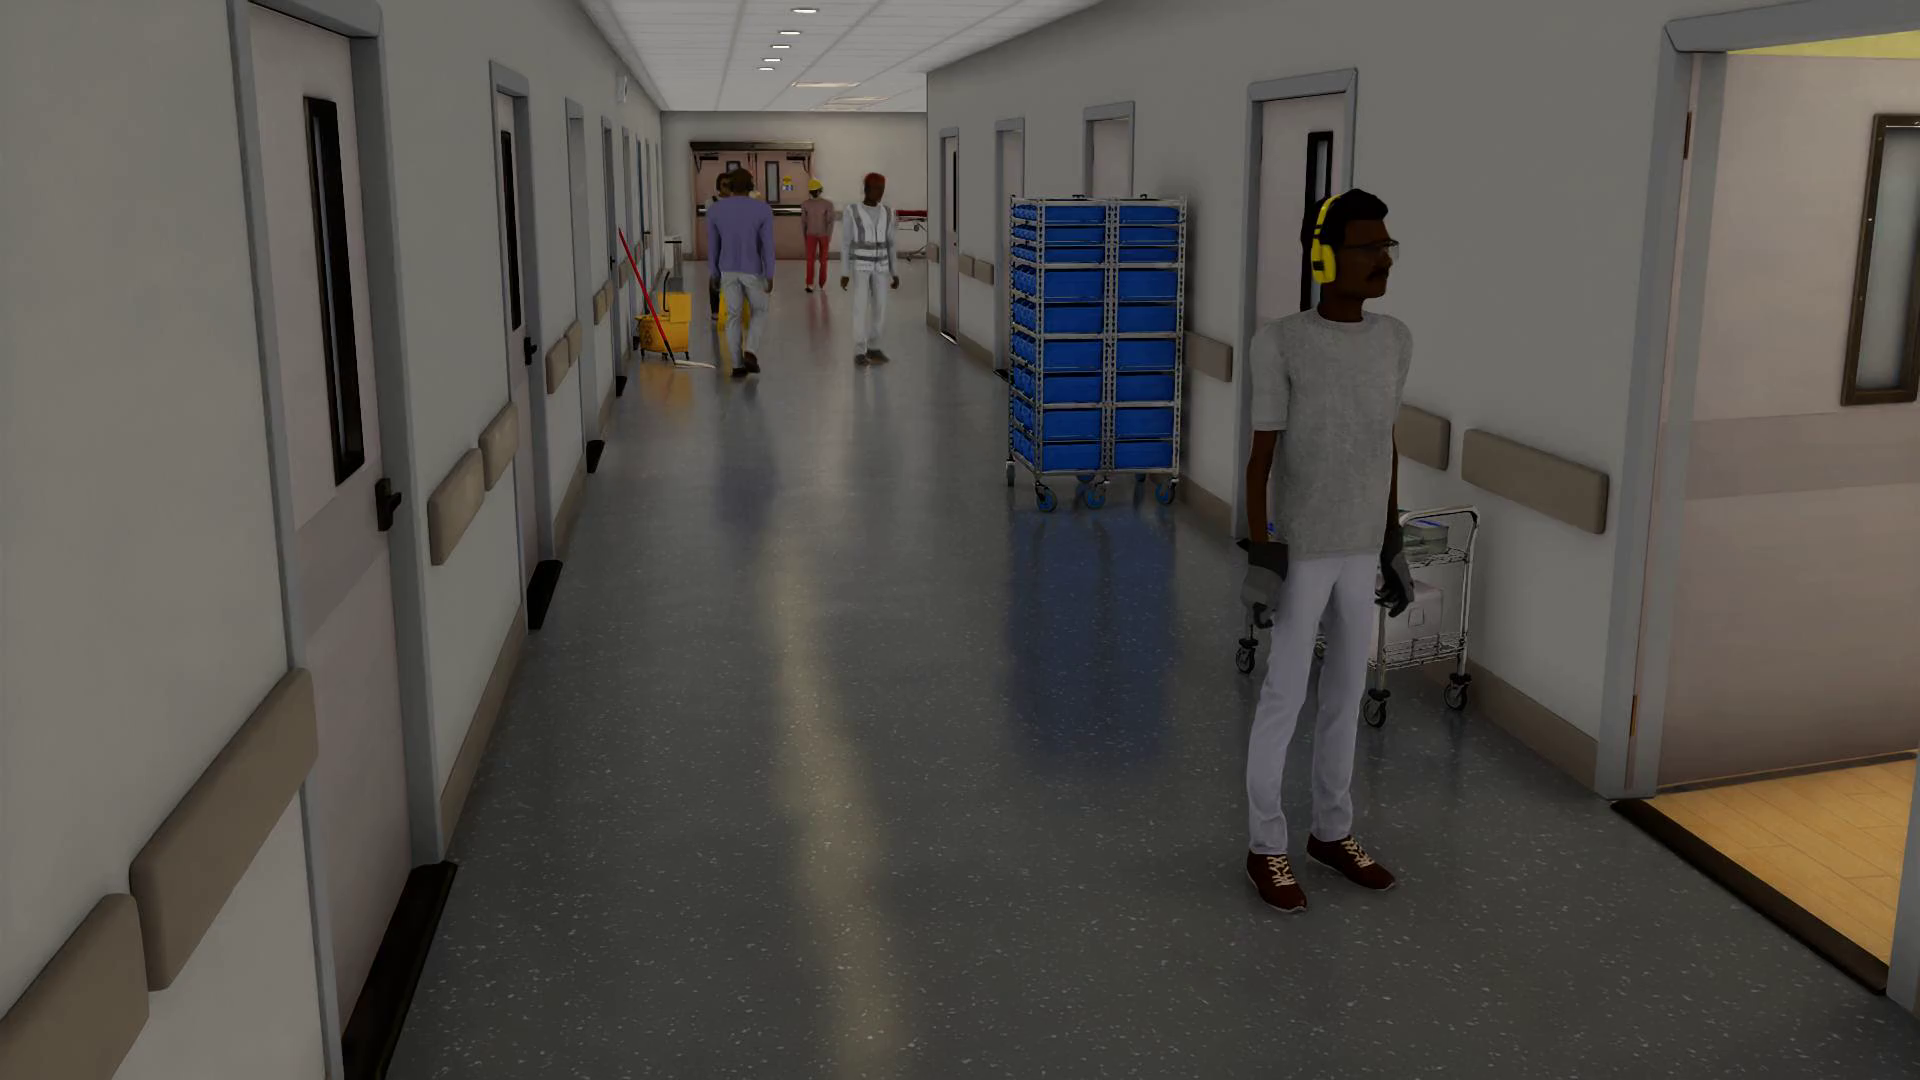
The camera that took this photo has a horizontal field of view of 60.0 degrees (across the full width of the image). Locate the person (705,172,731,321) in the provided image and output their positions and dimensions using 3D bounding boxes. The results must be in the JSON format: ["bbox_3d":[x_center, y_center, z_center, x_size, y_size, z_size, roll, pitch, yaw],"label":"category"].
[{"bbox_3d":[-2.974,-3.710,21.056,0.505,1.847,0.349,-10,16,-38],"label":"person"}]

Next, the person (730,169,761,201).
[{"bbox_3d":[-3.654,-5.382,28.417,0.556,1.888,1.035,-6,14,-25],"label":"person"}]

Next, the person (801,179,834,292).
[{"bbox_3d":[-2.201,-4.677,25.630,0.527,1.726,0.852,0,13,2],"label":"person"}]

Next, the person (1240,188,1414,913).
[{"bbox_3d":[0.975,0.035,4.363,0.531,1.876,0.322,-6,14,-26],"label":"person"}]

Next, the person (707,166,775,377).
[{"bbox_3d":[-2.002,-2.456,15.318,0.652,1.924,0.435,1,13,6],"label":"person"}]

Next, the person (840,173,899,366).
[{"bbox_3d":[-0.922,-2.658,16.392,0.639,1.872,0.510,-8,15,-33],"label":"person"}]
